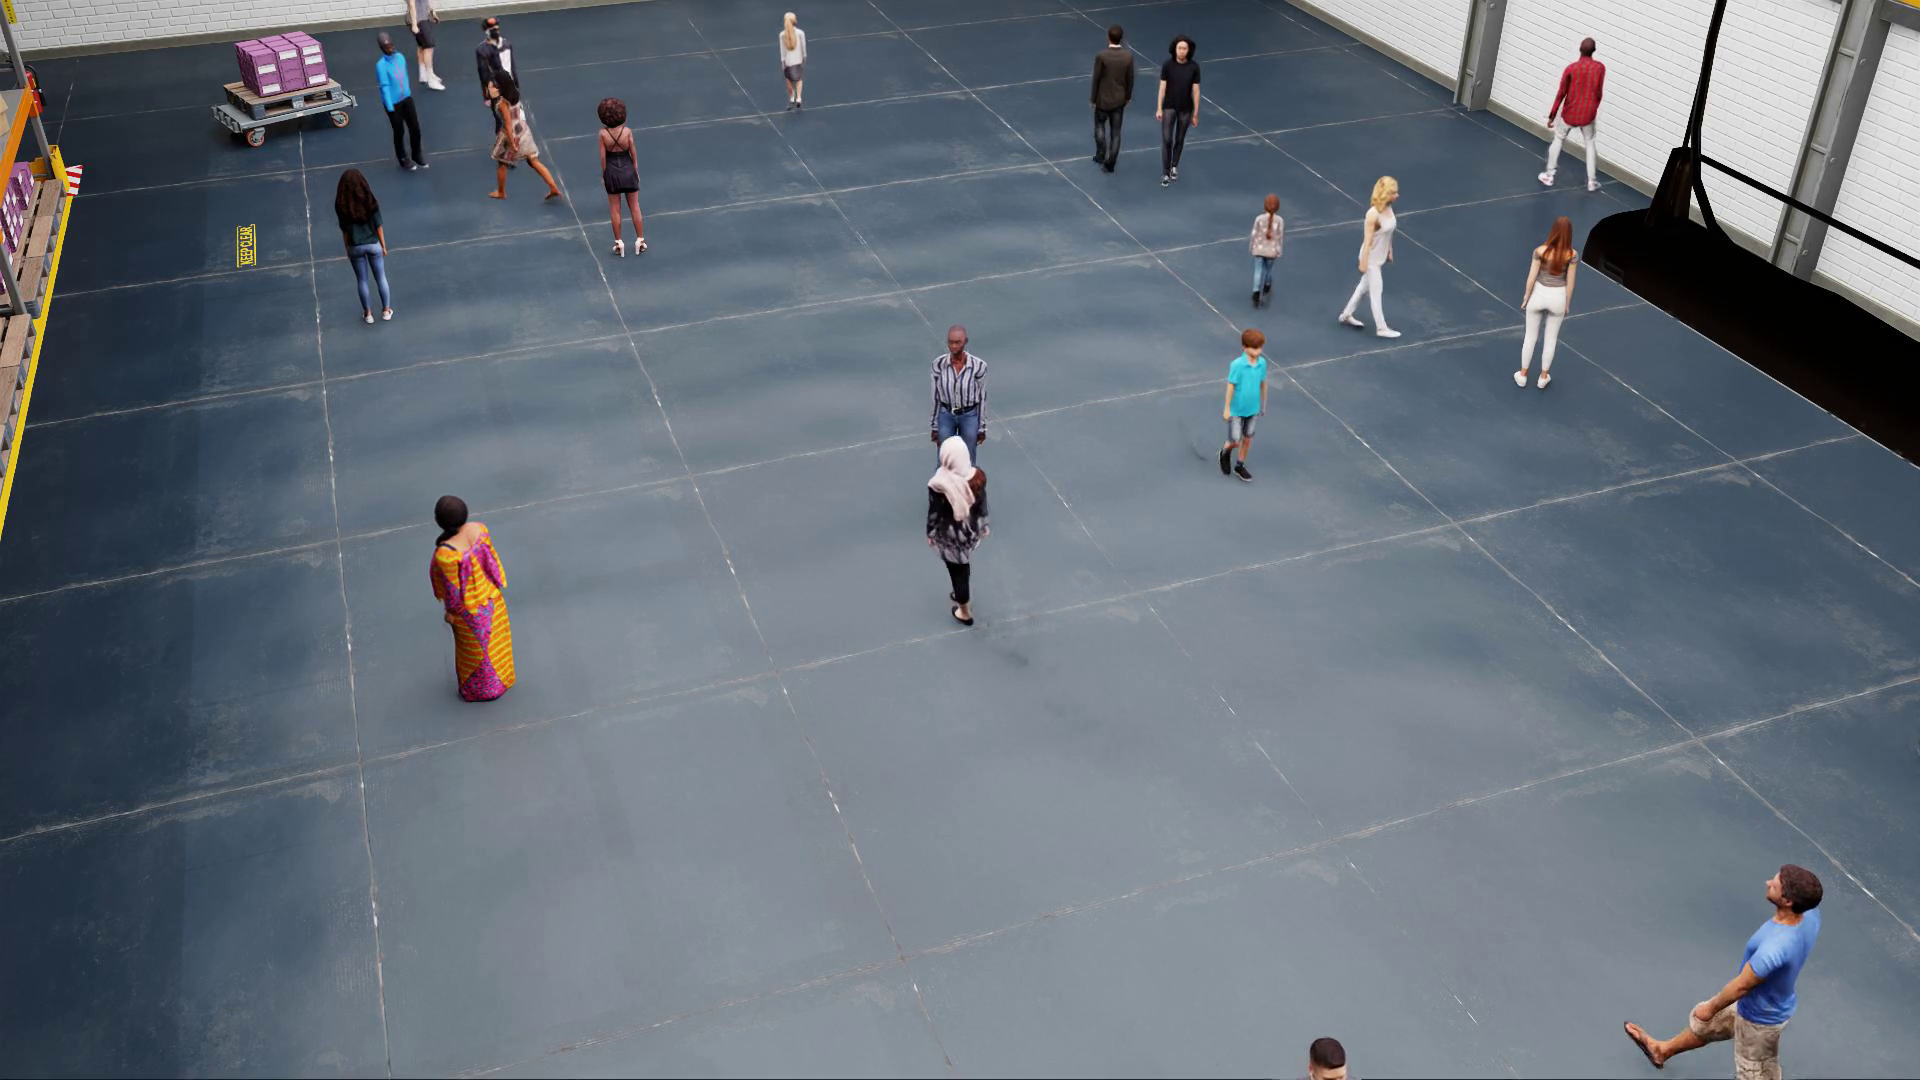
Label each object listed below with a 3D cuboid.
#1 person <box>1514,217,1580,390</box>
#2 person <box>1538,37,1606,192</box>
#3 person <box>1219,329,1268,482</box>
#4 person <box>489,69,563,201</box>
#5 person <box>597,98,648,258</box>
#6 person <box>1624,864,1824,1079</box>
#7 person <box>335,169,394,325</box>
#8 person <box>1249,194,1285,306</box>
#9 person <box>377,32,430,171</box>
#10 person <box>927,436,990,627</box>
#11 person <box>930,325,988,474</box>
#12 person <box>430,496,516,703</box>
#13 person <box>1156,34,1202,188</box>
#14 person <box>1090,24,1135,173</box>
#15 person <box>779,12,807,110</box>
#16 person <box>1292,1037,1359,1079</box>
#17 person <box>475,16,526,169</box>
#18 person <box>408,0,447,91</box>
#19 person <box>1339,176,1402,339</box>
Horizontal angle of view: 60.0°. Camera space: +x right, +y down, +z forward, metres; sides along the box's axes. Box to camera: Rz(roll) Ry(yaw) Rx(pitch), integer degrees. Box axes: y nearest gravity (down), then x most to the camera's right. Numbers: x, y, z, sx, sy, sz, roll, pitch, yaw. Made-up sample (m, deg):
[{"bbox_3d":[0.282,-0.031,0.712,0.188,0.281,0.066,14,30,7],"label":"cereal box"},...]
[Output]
[{"bbox_3d":[5.578,-2.256,15.802,0.670,1.724,0.701,10,35,14],"label":"person"},{"bbox_3d":[7.437,-5.144,20.076,1.074,1.803,1.066,7,34,10],"label":"person"},{"bbox_3d":[2.435,-1.197,14.466,0.534,1.440,0.565,-12,36,-18],"label":"person"},{"bbox_3d":[-5.166,-4.739,19.654,1.114,1.595,1.158,9,35,13],"label":"person"},{"bbox_3d":[-3.751,-4.002,18.371,0.570,1.789,0.542,-9,35,-14],"label":"person"},{"bbox_3d":[4.214,2.488,8.587,1.328,1.811,1.013,28,43,35],"label":"person"},{"bbox_3d":[-6.100,-3.014,17.041,0.572,1.615,0.570,-11,35,-16],"label":"person"},{"bbox_3d":[3.203,-3.039,17.475,0.716,1.176,0.843,6,34,9],"label":"person"},{"bbox_3d":[-6.951,-5.405,20.503,0.830,1.764,0.779,14,36,20],"label":"person"},{"bbox_3d":[0.035,-0.031,12.545,0.729,1.624,0.755,-21,39,-28],"label":"person"},{"bbox_3d":[-0.020,-0.967,13.799,0.701,1.795,0.668,1,34,2],"label":"person"},{"bbox_3d":[-3.520,0.379,11.873,0.843,1.686,0.779,13,36,18],"label":"person"},{"bbox_3d":[2.662,-5.298,20.297,0.916,1.815,1.055,4,34,6],"label":"person"},{"bbox_3d":[1.887,-5.415,20.489,0.775,1.797,0.774,-5,34,-8],"label":"person"},{"bbox_3d":[-2.263,-6.512,22.626,0.665,1.258,0.896,-1,34,-1],"label":"person"},{"bbox_3d":[1.629,2.954,7.973,0.662,1.714,1.132,-12,36,-18],"label":"person"},{"bbox_3d":[-5.759,-5.590,20.679,0.922,1.878,0.863,26,42,34],"label":"person"},{"bbox_3d":[-7.598,-7.274,23.238,0.959,1.850,0.838,-5,34,-8],"label":"person"},{"bbox_3d":[4.128,-2.889,16.823,1.037,1.648,0.939,20,38,27],"label":"person"}]
